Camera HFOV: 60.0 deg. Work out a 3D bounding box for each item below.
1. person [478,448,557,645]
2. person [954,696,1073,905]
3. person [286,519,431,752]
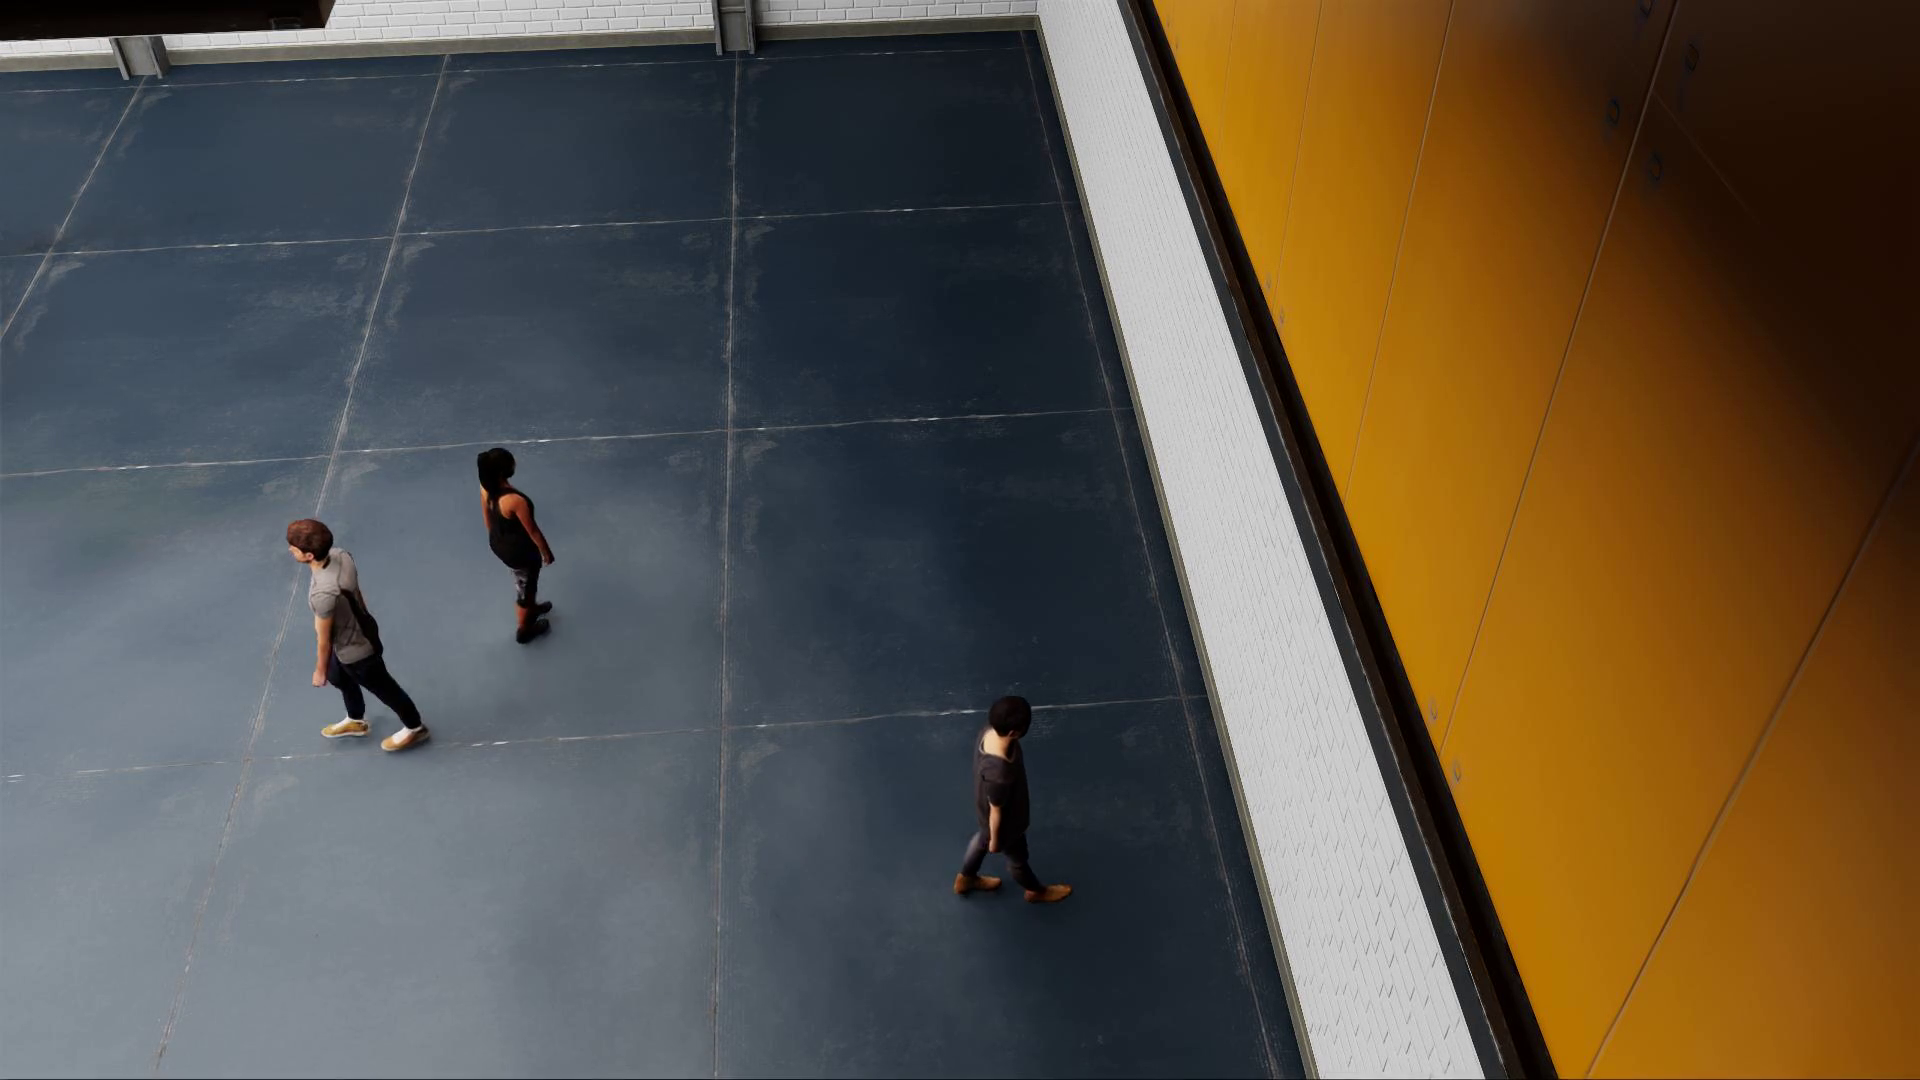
[{"bbox_3d":[-2.915,0.080,10.698,0.717,1.656,0.775,30,51,27],"label":"person"},{"bbox_3d":[0.161,1.474,9.211,0.901,1.690,0.652,-4,44,-4],"label":"person"},{"bbox_3d":[-3.548,0.597,10.004,0.935,1.865,0.743,-12,45,-12],"label":"person"}]
